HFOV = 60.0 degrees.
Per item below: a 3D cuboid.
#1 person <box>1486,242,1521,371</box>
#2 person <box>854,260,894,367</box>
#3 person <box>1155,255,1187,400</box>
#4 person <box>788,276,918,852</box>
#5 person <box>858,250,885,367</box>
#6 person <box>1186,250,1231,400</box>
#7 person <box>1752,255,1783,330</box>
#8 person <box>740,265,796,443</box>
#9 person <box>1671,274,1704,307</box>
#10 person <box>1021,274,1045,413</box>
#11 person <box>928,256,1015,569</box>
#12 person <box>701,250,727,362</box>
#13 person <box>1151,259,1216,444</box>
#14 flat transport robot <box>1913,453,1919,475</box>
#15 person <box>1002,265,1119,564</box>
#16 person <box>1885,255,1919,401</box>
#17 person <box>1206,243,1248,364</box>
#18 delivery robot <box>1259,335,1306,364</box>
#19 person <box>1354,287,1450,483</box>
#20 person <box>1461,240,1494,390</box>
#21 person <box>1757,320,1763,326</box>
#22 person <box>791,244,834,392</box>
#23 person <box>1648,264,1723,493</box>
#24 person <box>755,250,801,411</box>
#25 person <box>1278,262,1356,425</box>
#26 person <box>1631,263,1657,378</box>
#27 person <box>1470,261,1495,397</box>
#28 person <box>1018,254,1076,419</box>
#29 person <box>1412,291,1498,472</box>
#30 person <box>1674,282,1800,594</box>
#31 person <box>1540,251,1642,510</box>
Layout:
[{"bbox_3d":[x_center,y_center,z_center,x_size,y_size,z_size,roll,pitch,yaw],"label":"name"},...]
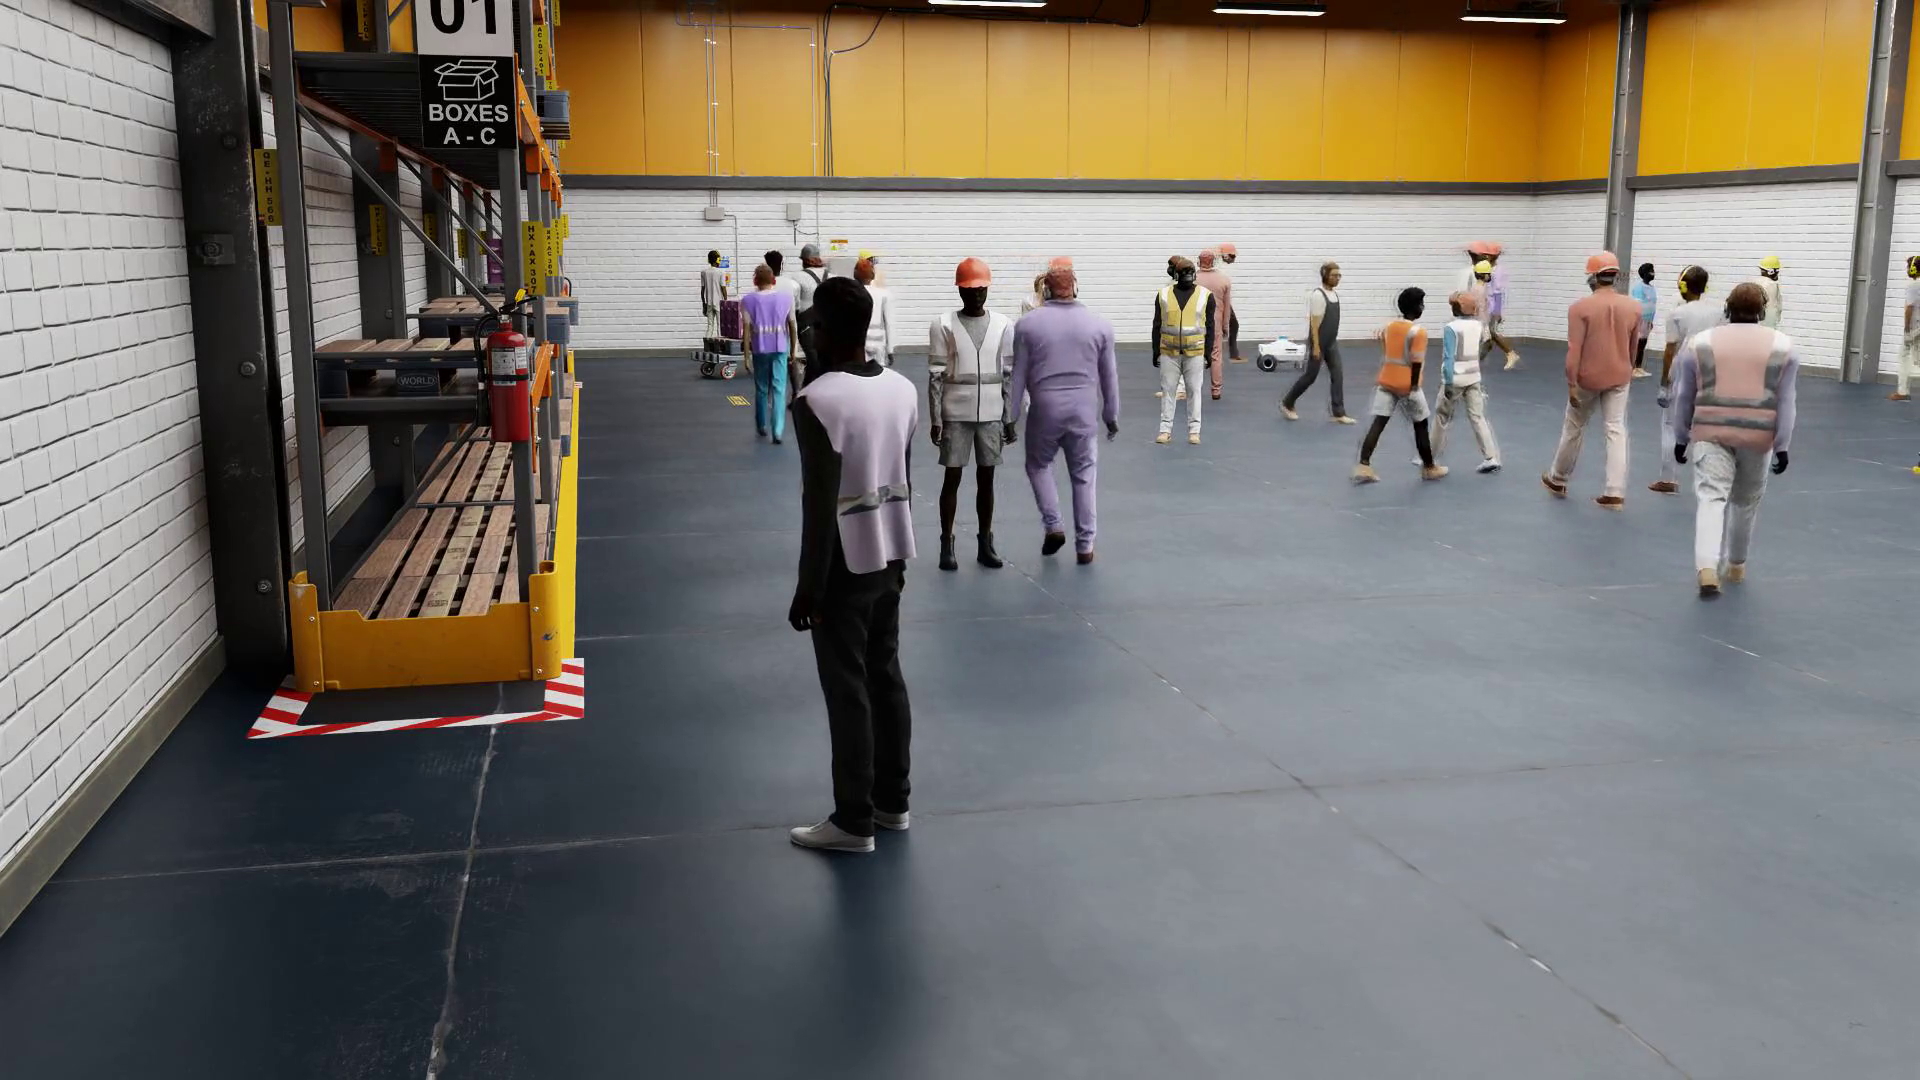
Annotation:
[{"bbox_3d":[8.244,-3.590,25.717,0.983,2.016,0.616,1,10,3],"label":"person"},{"bbox_3d":[-1.023,-2.031,17.551,0.596,1.829,0.974,-5,12,-28],"label":"person"},{"bbox_3d":[2.757,-2.721,21.333,0.429,1.846,0.626,-3,11,-15],"label":"person"},{"bbox_3d":[-0.347,0.087,5.563,0.376,1.916,0.599,6,12,29],"label":"person"},{"bbox_3d":[-1.459,-3.711,26.716,0.739,1.872,0.614,7,12,33],"label":"person"},{"bbox_3d":[3.129,-2.739,21.256,0.641,1.908,0.408,-1,10,-5],"label":"person"},{"bbox_3d":[10.793,-2.896,22.324,0.404,1.834,0.592,0,10,-1],"label":"person"},{"bbox_3d":[-1.946,-1.895,16.935,0.573,1.786,1.023,-2,10,-9],"label":"person"},{"bbox_3d":[9.776,-2.812,22.453,0.531,1.626,0.386,-2,10,-10],"label":"person"},{"bbox_3d":[0.959,-2.309,19.618,0.522,1.637,0.310,-3,11,-16],"label":"person"},{"bbox_3d":[0.083,-0.776,10.293,0.550,1.935,0.375,-3,11,-14],"label":"person"},{"bbox_3d":[-4.091,-3.907,27.826,0.519,1.873,0.328,5,11,24],"label":"person"},{"bbox_3d":[2.228,-1.880,16.674,0.633,1.843,0.429,3,11,14],"label":"person"},{"bbox_3d":[8.537,-0.544,13.622,0.652,0.197,1.431,0,10,0],"label":"flat transport robot"},{"bbox_3d":[0.647,-0.788,10.538,0.773,1.873,0.502,-1,10,-7],"label":"person"},{"bbox_3d":[12.074,-2.646,20.909,0.525,1.846,0.639,-4,11,-20],"label":"person"},{"bbox_3d":[4.457,-3.877,27.361,0.819,1.964,0.660,2,10,12],"label":"person"},{"bbox_3d":[5.007,-2.935,25.828,0.707,0.478,0.477,1,10,5],"label":"delivery robot"},{"bbox_3d":[3.721,-1.293,13.964,0.921,1.645,0.532,-6,12,-29],"label":"person"},{"bbox_3d":[6.954,-3.011,22.425,0.496,2.024,0.630,-1,10,-3],"label":"person"},{"bbox_3d":[7.757,-1.740,16.555,0.662,1.611,0.504,7,13,35],"label":"person"},{"bbox_3d":[-1.889,-2.849,21.493,0.688,2.000,0.996,-10,14,-44],"label":"person"},{"bbox_3d":[5.795,-1.249,13.164,0.526,1.848,0.752,-2,10,-11],"label":"person"},{"bbox_3d":[-2.172,-2.512,19.997,0.605,1.920,1.022,-5,11,-27],"label":"person"},{"bbox_3d":[3.984,-2.195,18.540,0.921,1.812,0.520,9,14,42],"label":"person"},{"bbox_3d":[10.137,-3.252,24.670,0.318,1.700,0.535,9,14,42],"label":"person"},{"bbox_3d":[6.765,-2.744,21.669,0.322,1.769,0.523,2,10,8],"label":"person"},{"bbox_3d":[0.928,-2.278,18.787,0.937,1.888,0.567,1,10,8],"label":"person"},{"bbox_3d":[4.447,-1.398,14.696,0.532,1.593,0.868,-6,12,-32],"label":"person"},{"bbox_3d":[4.476,-0.590,9.649,0.637,1.805,0.939,5,11,24],"label":"person"},{"bbox_3d":[4.911,-1.248,12.879,0.622,1.944,1.007,-1,10,-4],"label":"person"}]
